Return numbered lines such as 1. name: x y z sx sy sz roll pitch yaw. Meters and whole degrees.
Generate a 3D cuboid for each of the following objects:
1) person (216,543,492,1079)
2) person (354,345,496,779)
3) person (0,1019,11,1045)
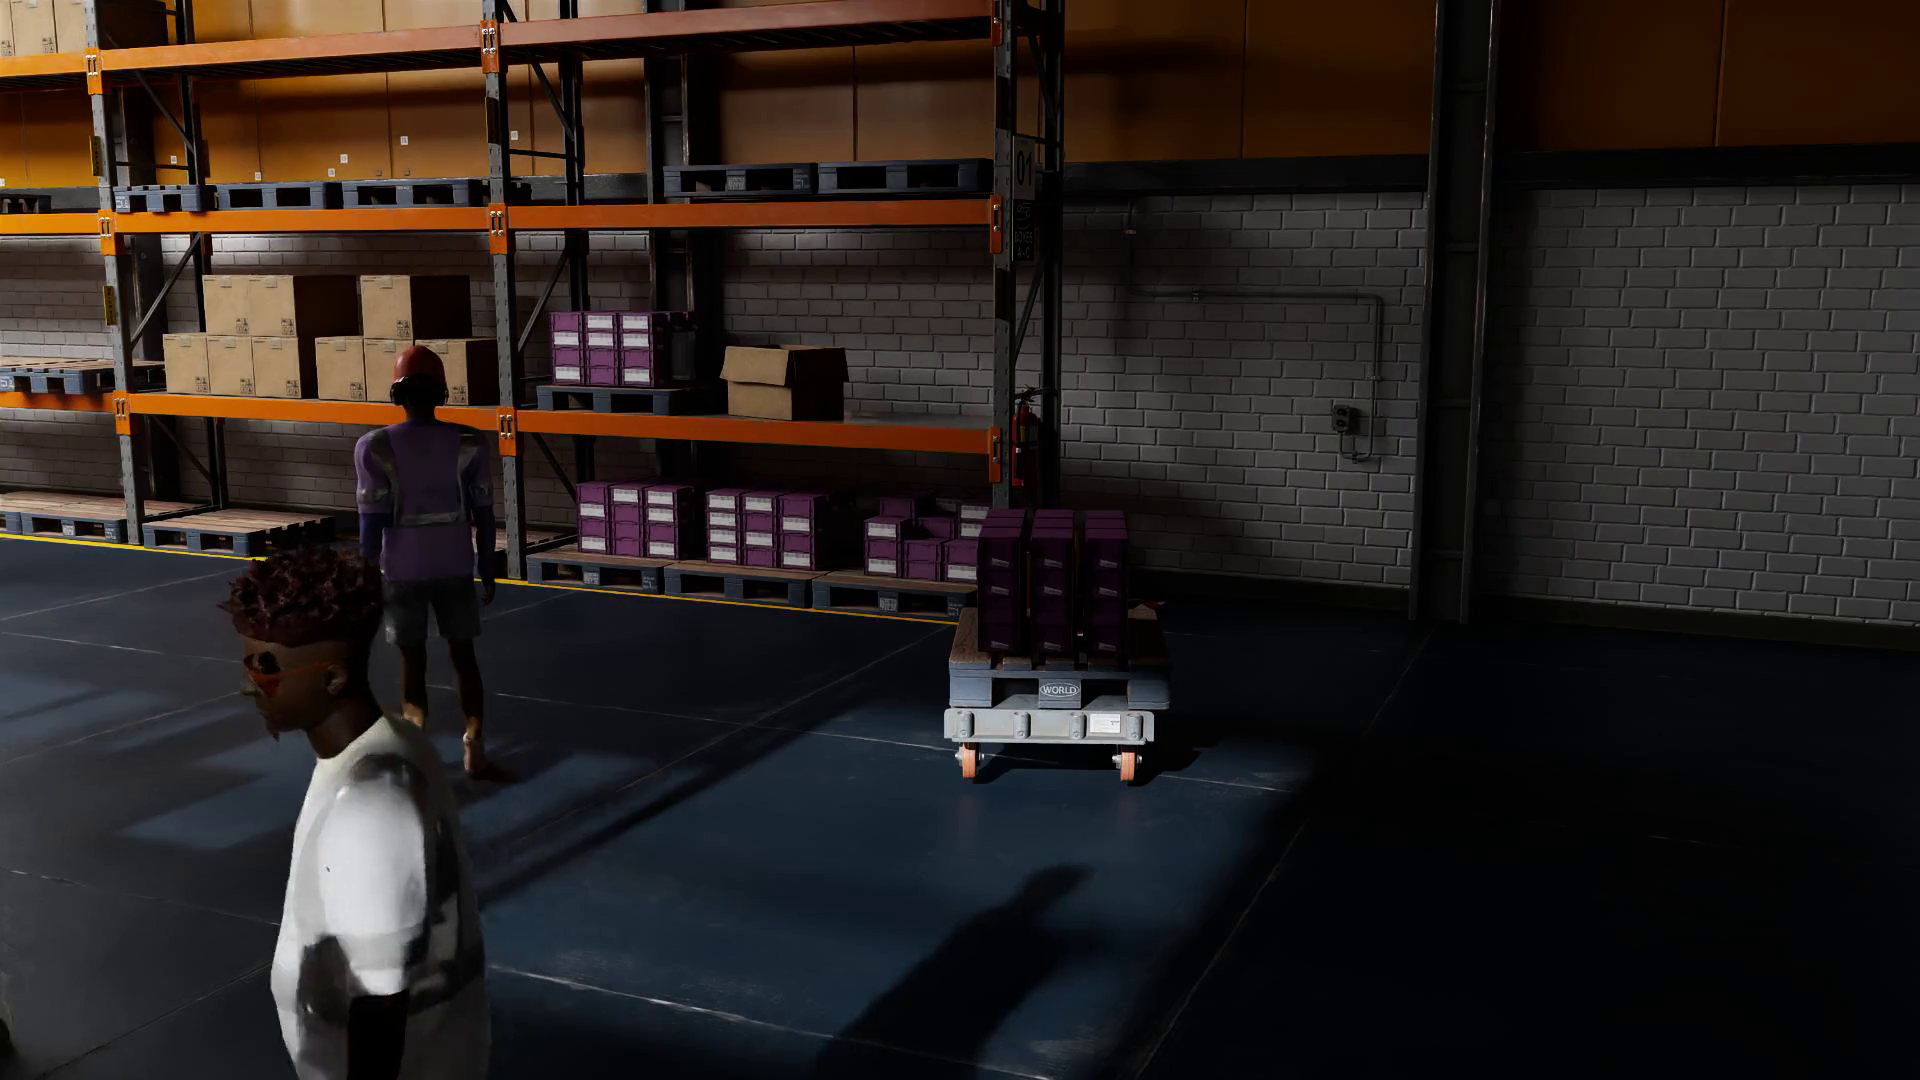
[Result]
1. person: -1.080 0.958 3.005 0.535 1.942 0.627 -3 10 -17
2. person: -2.474 0.122 7.733 0.615 2.041 0.392 -5 11 -28
3. person: -3.239 0.639 5.020 0.756 1.912 0.628 9 13 43
